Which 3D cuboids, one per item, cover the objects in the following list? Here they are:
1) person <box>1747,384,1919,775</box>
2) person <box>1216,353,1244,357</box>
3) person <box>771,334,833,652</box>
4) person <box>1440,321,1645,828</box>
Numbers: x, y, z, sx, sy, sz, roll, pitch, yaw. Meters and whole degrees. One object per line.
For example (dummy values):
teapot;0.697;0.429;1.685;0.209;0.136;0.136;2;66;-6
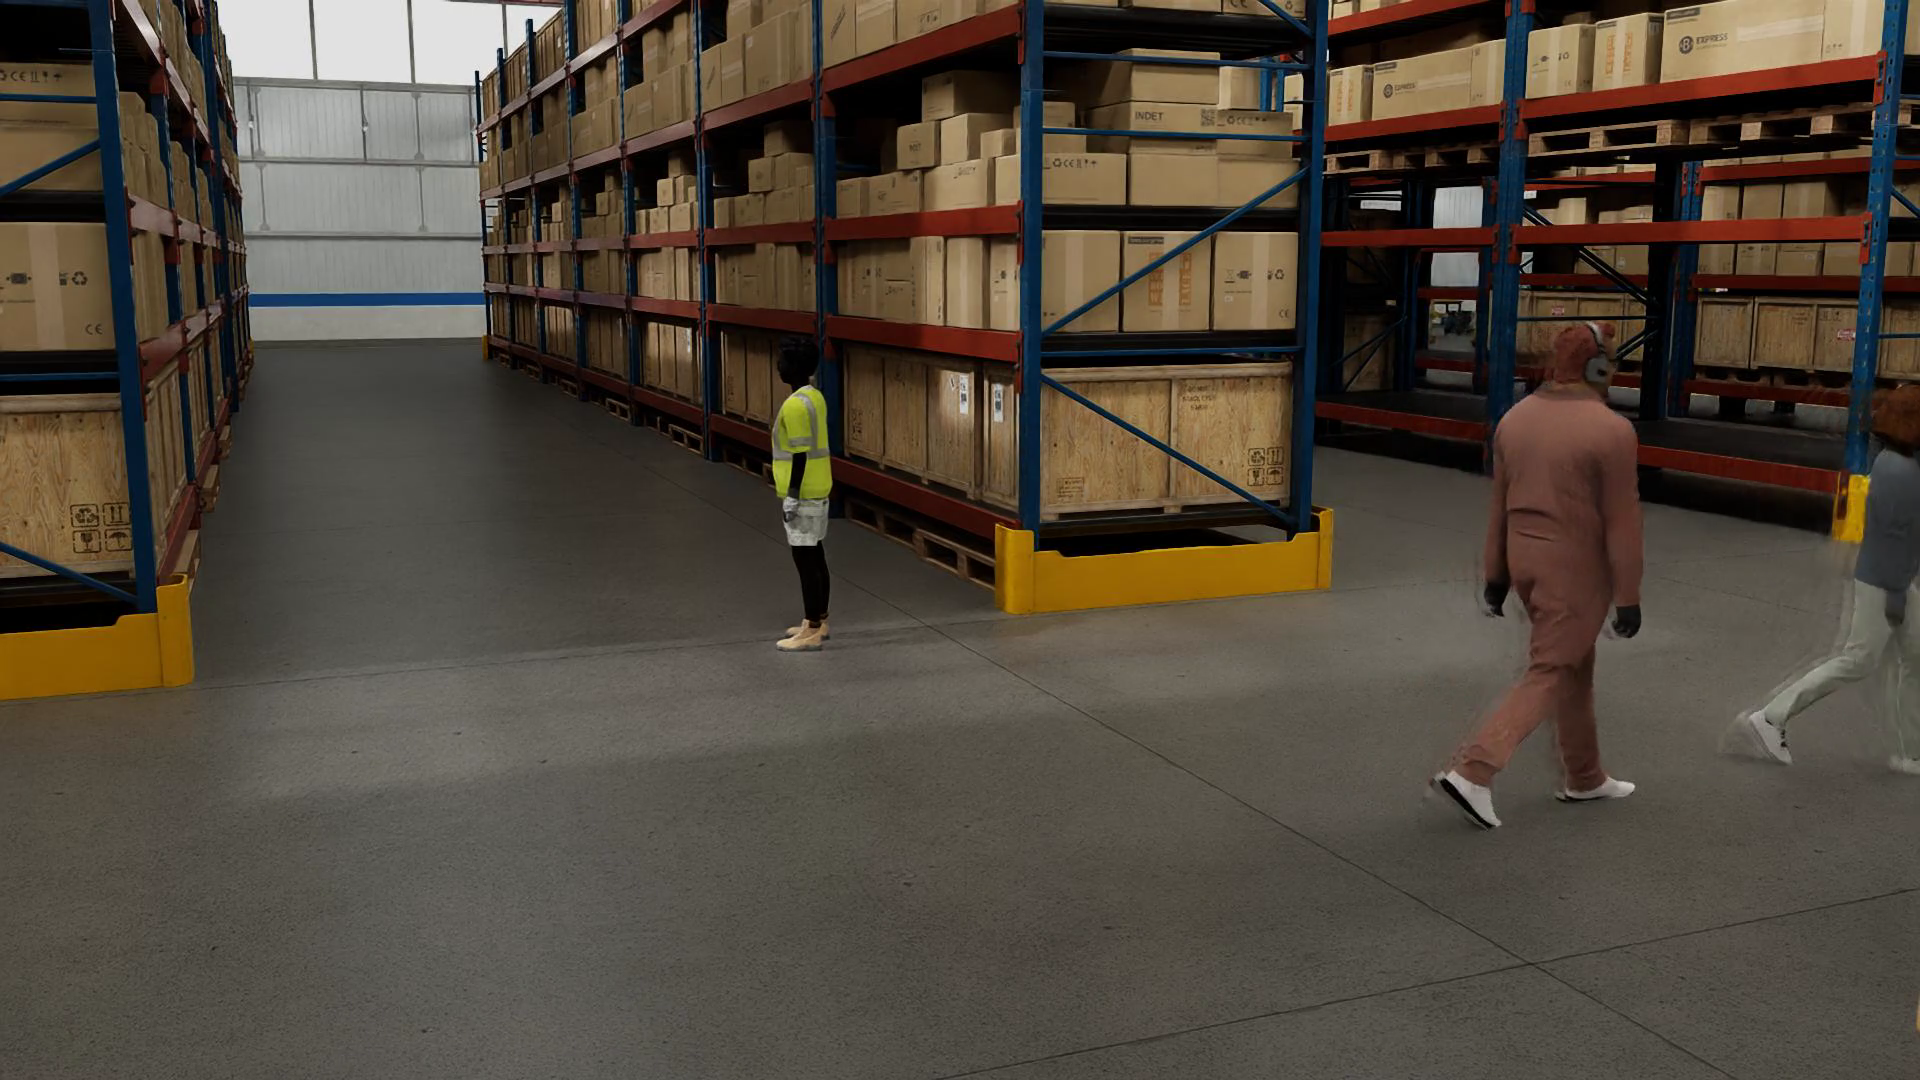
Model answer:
person;3.664;0.167;6.698;0.776;1.606;0.510;6;11;31
person;2.961;-2.133;19.566;0.646;1.892;1.022;-4;10;-23
person;-0.848;-0.251;8.906;0.316;1.695;0.541;1;10;6
person;2.187;0.127;6.151;0.937;1.871;0.654;-3;10;-20
